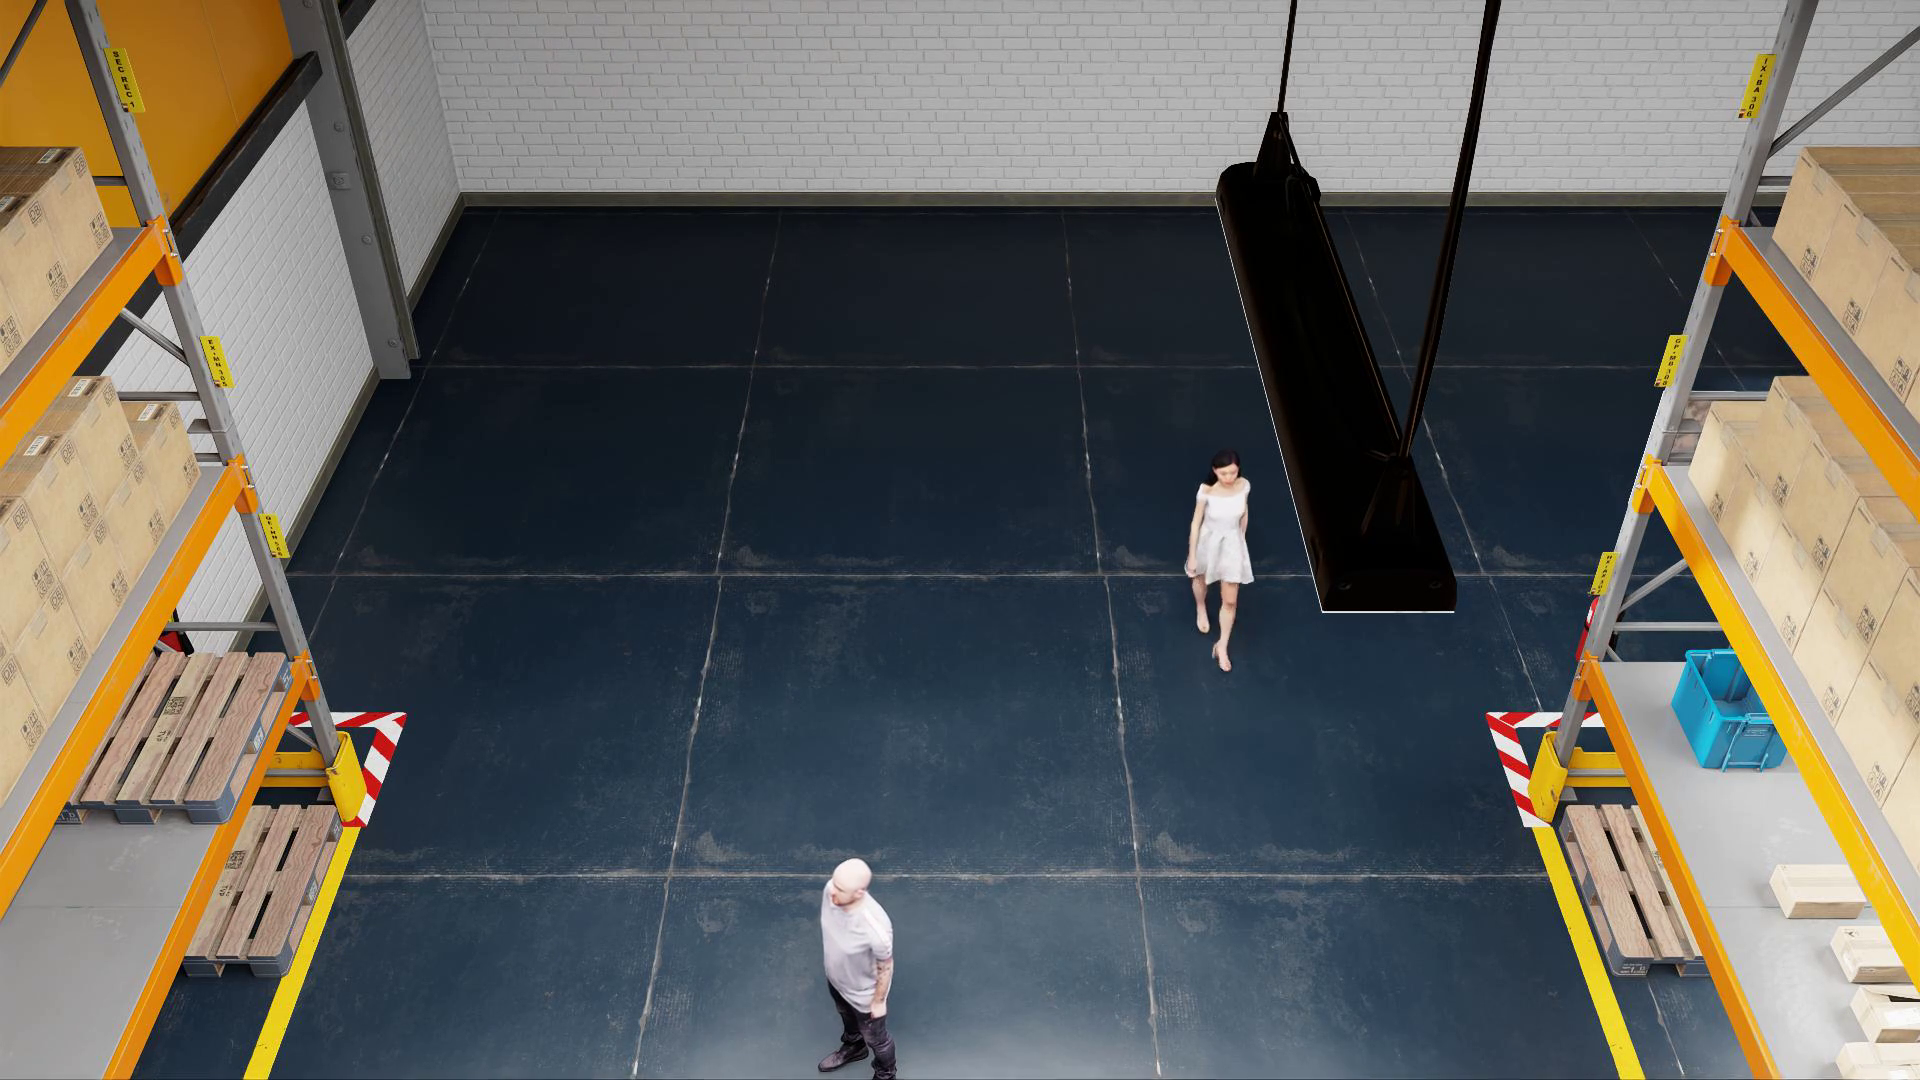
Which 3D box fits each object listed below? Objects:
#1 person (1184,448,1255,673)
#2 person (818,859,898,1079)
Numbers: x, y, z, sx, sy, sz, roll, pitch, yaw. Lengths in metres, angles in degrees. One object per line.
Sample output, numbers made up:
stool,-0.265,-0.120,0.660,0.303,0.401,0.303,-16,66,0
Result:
person,1.810,0.024,11.893,0.703,1.749,0.956,-5,39,-6
person,-0.540,2.347,8.919,0.817,1.831,0.727,-26,45,-29
